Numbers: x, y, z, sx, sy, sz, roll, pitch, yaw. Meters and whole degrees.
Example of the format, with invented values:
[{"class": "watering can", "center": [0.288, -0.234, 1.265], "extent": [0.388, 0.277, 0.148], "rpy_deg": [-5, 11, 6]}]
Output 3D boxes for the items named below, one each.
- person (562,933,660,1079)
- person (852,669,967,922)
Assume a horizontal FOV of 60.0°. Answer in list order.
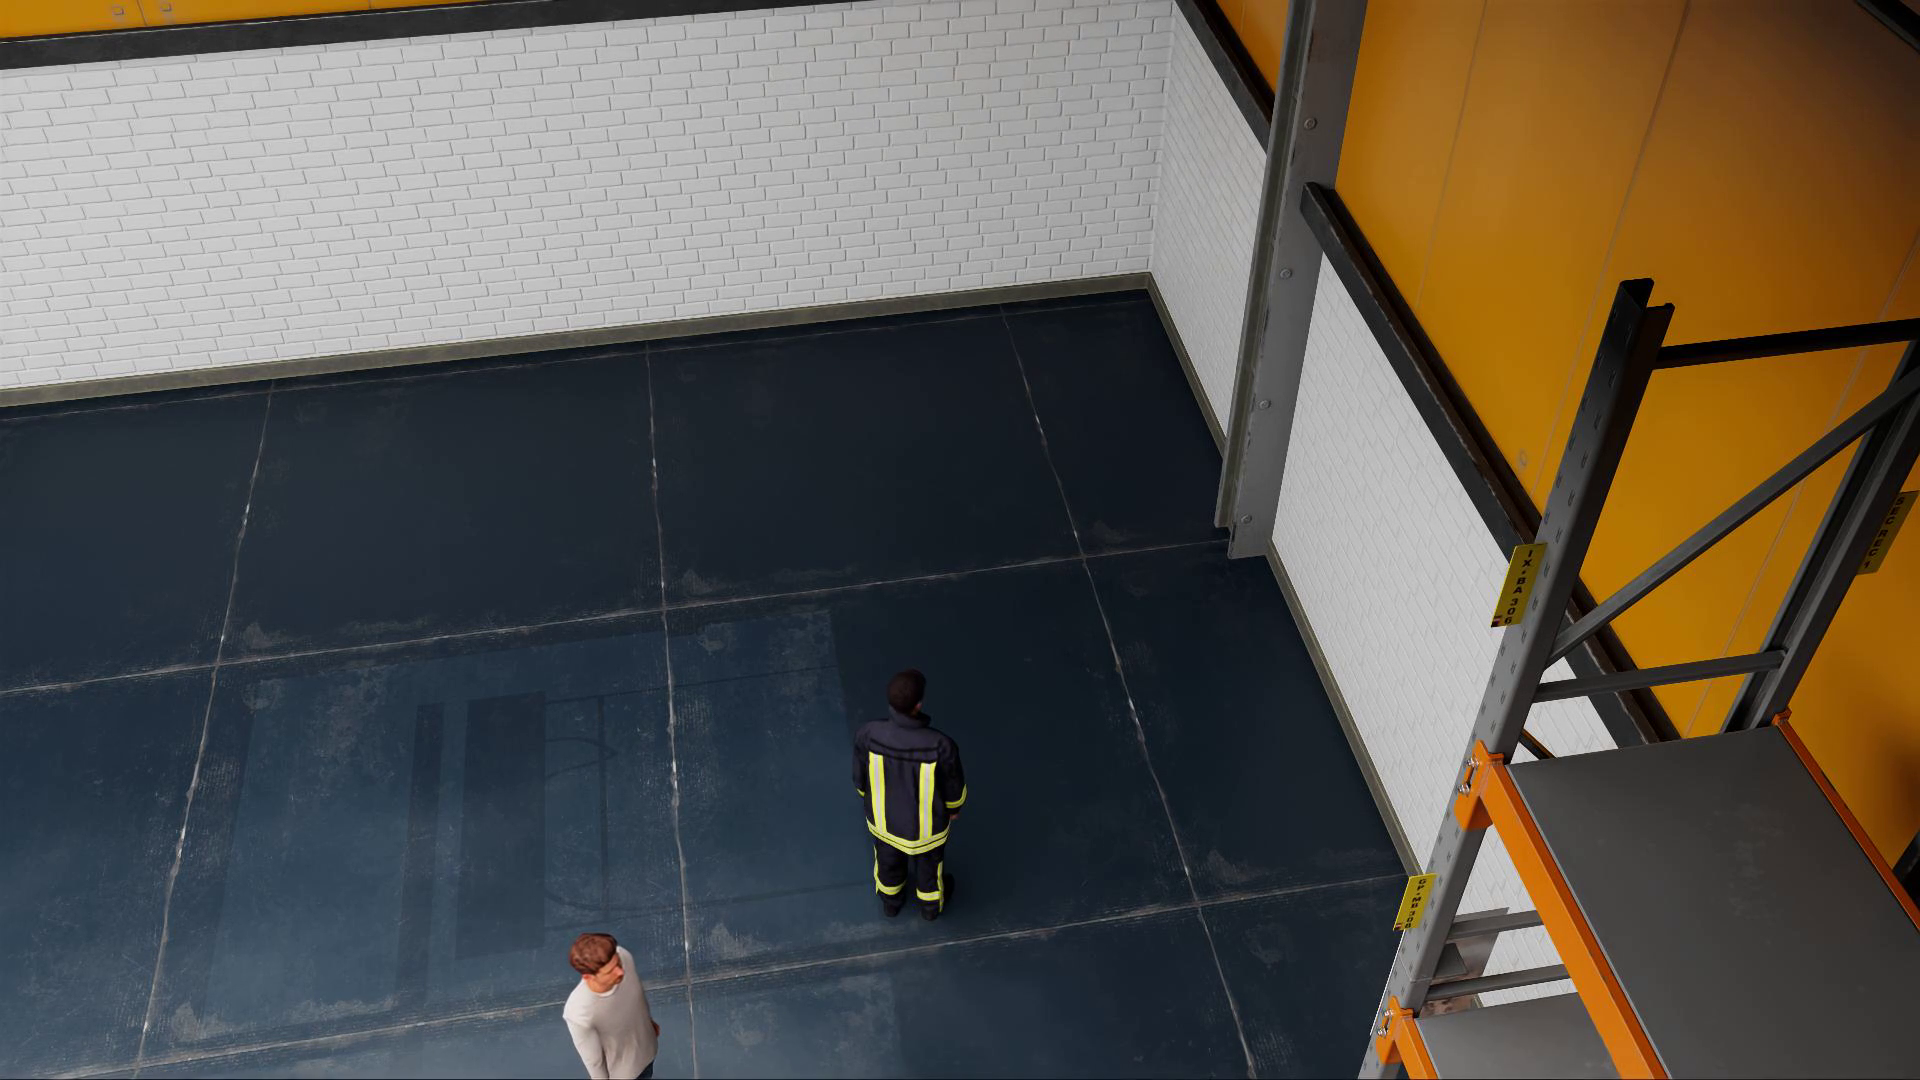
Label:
[{"class": "person", "center": [-1.657, 2.494, 8.113], "extent": [0.806, 1.906, 0.683], "rpy_deg": [12, 45, 13]}, {"class": "person", "center": [-0.288, 1.443, 9.203], "extent": [0.881, 1.923, 0.826], "rpy_deg": [8, 44, 8]}]
